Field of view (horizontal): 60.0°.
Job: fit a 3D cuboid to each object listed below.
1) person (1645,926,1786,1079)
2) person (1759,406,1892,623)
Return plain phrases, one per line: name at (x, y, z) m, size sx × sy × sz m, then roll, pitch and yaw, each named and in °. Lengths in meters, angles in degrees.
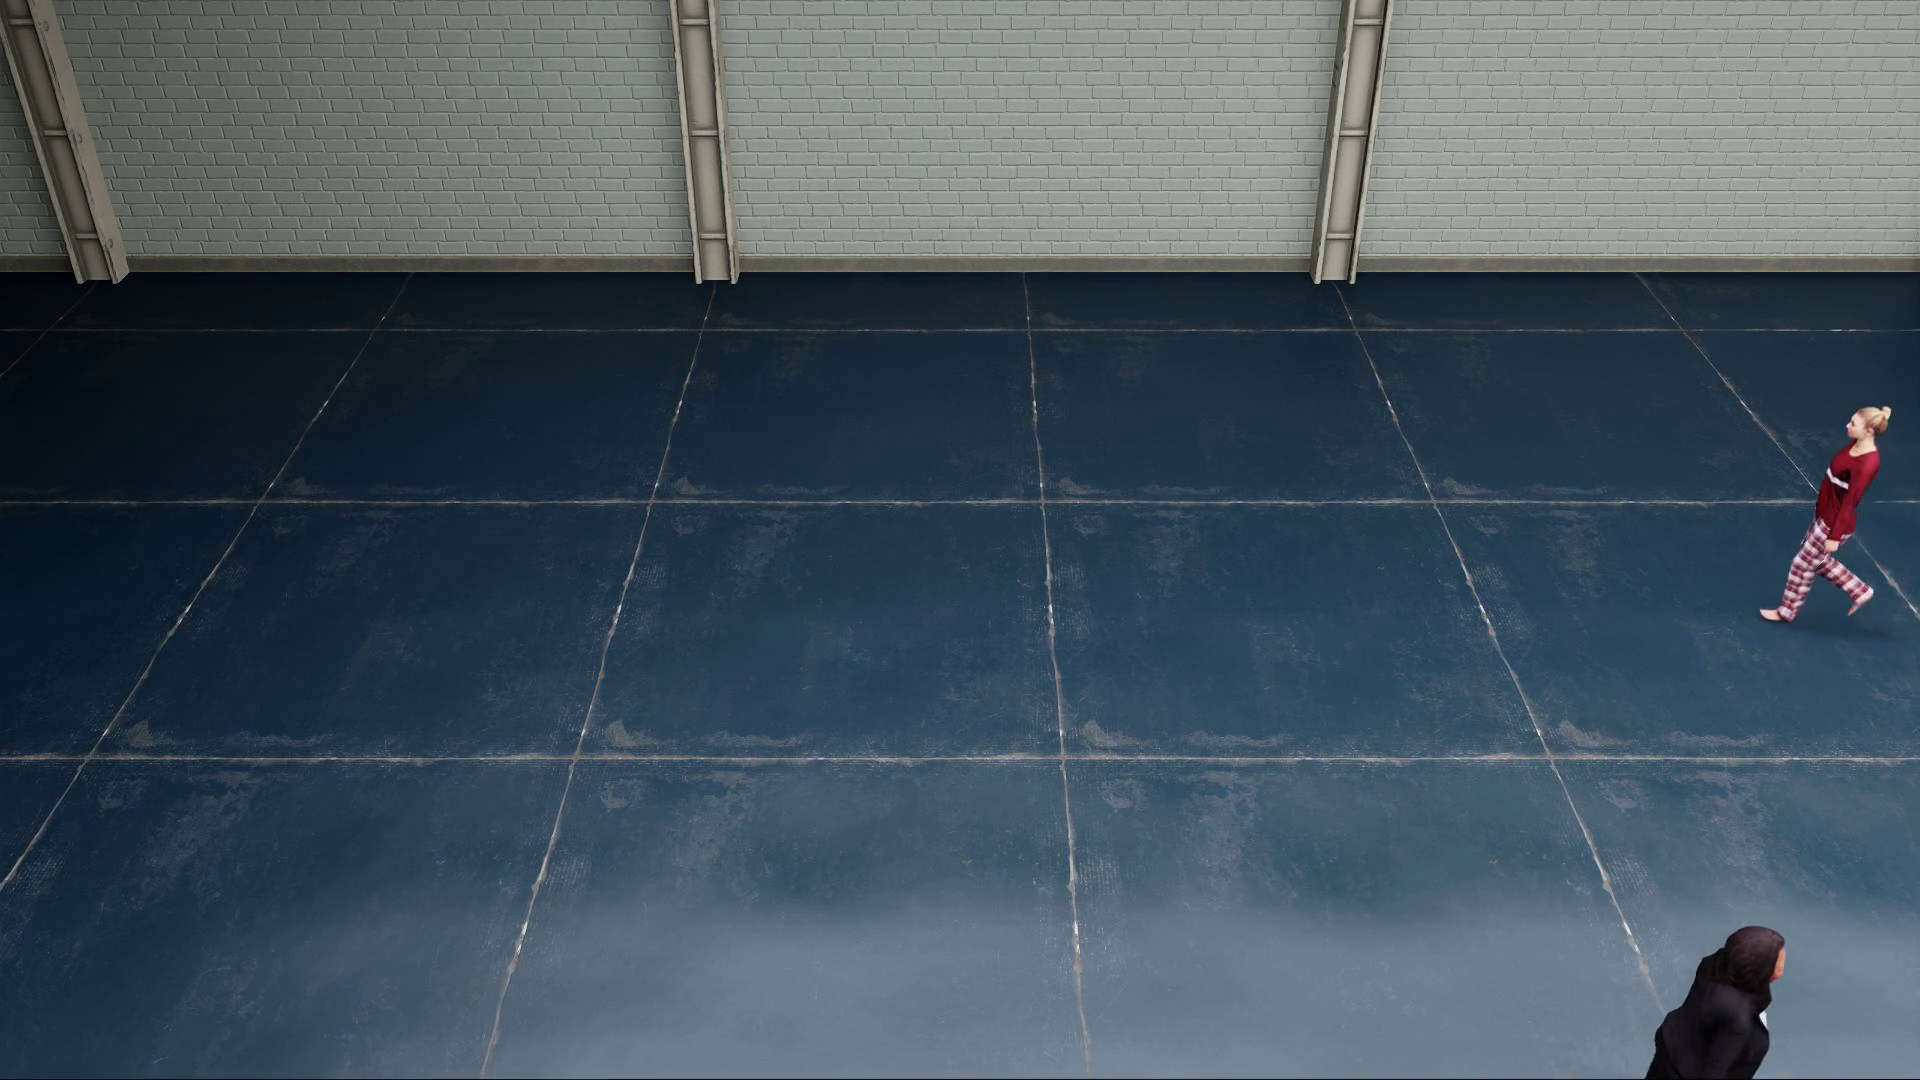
person at (3.142, 2.310, 7.288) m, size 0.989 × 1.580 × 0.775 m, roll 4°, pitch 33°, yaw 6°
person at (5.816, -0.121, 10.931) m, size 0.967 × 1.683 × 0.791 m, roll 10°, pitch 34°, yaw 14°
